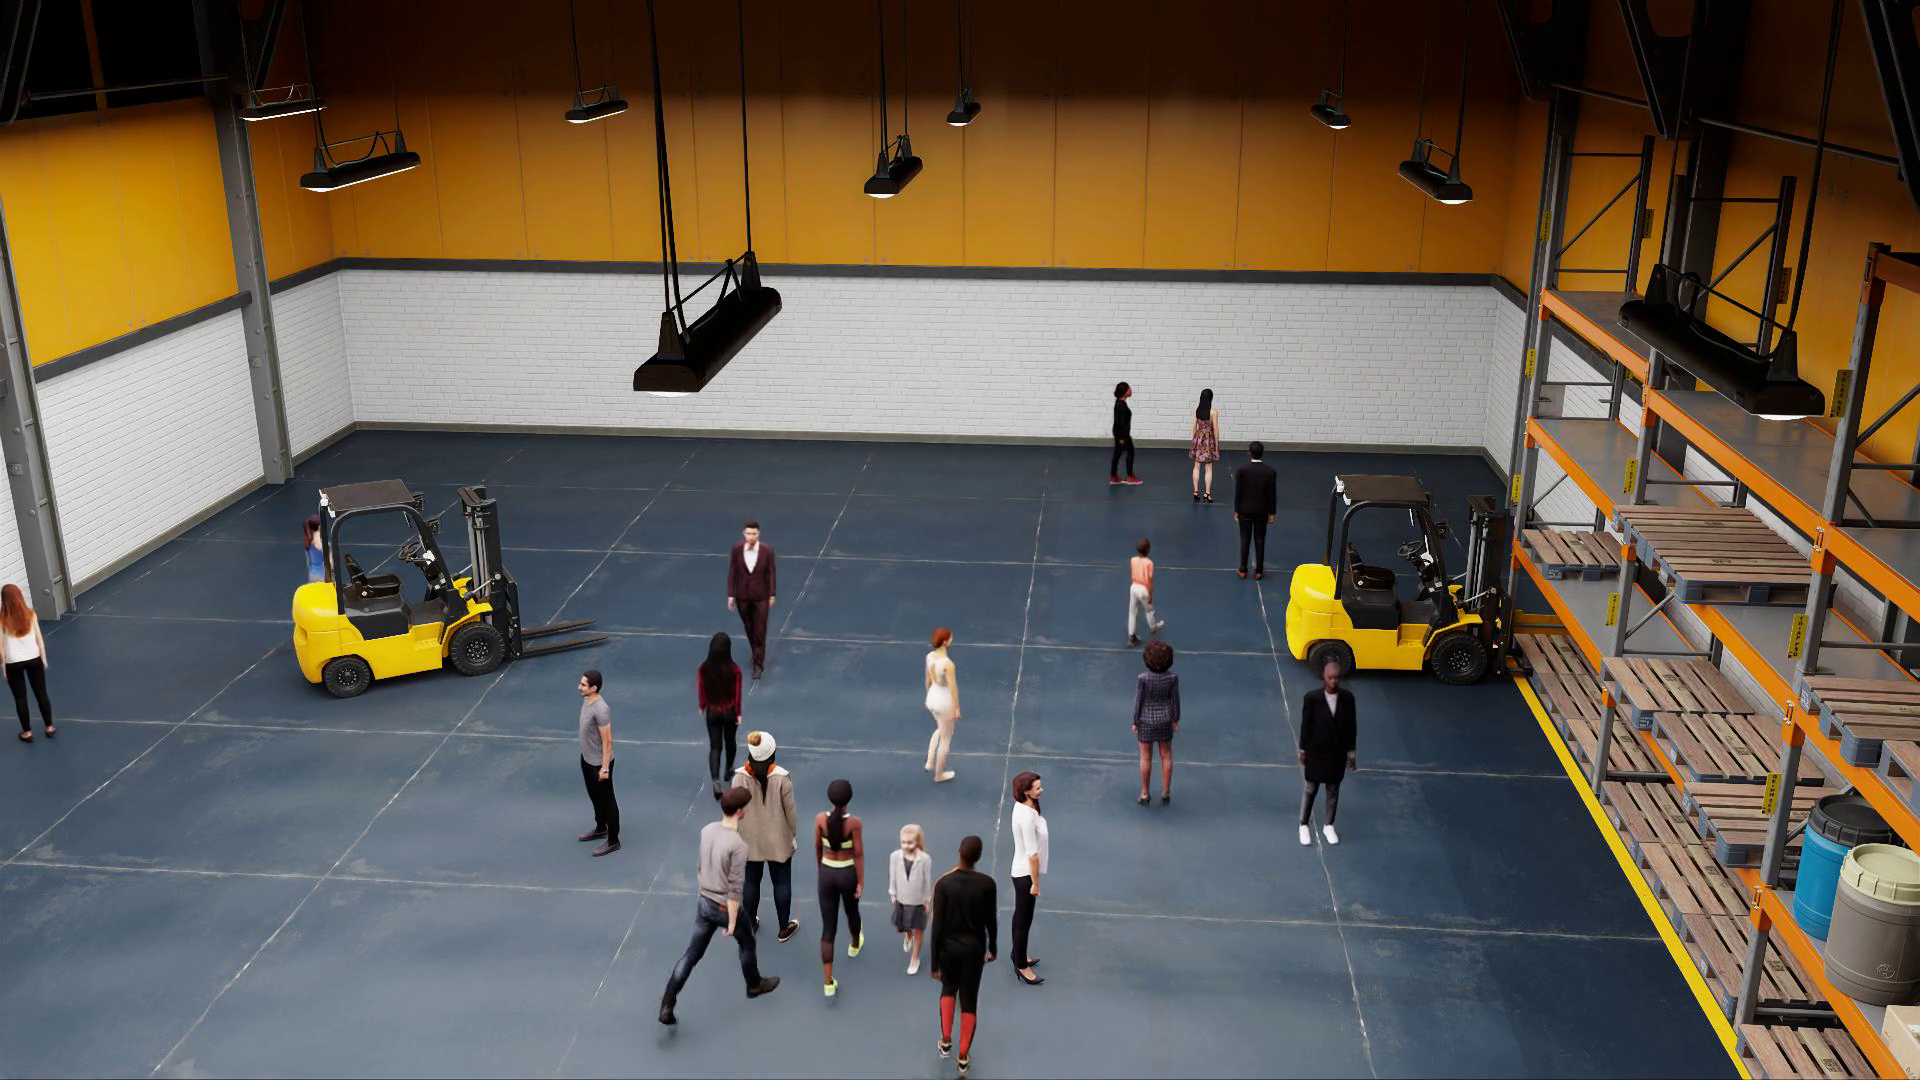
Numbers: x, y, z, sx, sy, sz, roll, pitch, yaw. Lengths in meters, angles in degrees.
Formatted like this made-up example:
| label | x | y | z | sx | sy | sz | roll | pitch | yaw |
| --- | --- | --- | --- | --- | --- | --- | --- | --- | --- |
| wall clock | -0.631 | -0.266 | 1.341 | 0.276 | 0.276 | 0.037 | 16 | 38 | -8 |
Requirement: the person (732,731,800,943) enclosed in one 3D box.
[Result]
| label | x | y | z | sx | sy | sz | roll | pitch | yaw |
| --- | --- | --- | --- | --- | --- | --- | --- | --- | --- |
| person | -1.622 | 2.418 | 13.720 | 0.701 | 1.892 | 0.658 | 3 | 19 | 8 |

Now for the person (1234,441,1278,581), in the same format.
| label | x | y | z | sx | sy | sz | roll | pitch | yaw |
| --- | --- | --- | --- | --- | --- | --- | --- | --- | --- |
| person | 3.902 | -0.399 | 22.100 | 0.710 | 1.881 | 0.552 | 3 | 19 | 8 |

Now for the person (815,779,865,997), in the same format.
| label | x | y | z | sx | sy | sz | roll | pitch | yaw |
| --- | --- | --- | --- | --- | --- | --- | --- | --- | --- |
| person | -0.980 | 2.741 | 13.046 | 0.553 | 1.709 | 1.117 | 2 | 19 | 5 |

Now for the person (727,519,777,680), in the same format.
| label | x | y | z | sx | sy | sz | roll | pitch | yaw |
| --- | --- | --- | --- | --- | --- | --- | --- | --- | --- |
| person | -2.385 | 0.635 | 19.132 | 0.672 | 1.816 | 1.154 | 2 | 19 | 5 |

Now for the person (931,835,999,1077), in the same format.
| label | x | y | z | sx | sy | sz | roll | pitch | yaw |
| --- | --- | --- | --- | --- | --- | --- | --- | --- | --- |
| person | 0.003 | 3.037 | 12.066 | 0.660 | 1.774 | 0.723 | -3 | 19 | -9 |

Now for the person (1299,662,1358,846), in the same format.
| label | x | y | z | sx | sy | sz | roll | pitch | yaw |
| --- | --- | --- | --- | --- | --- | --- | --- | --- | --- |
| person | 3.390 | 1.935 | 15.360 | 0.681 | 1.760 | 0.617 | -1 | 19 | -2 |

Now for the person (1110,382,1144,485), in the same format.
| label | x | y | z | sx | sy | sz | roll | pitch | yaw |
| --- | --- | --- | --- | --- | --- | --- | --- | --- | --- |
| person | 2.483 | -1.671 | 26.228 | 0.778 | 1.657 | 0.762 | -4 | 19 | -11 |

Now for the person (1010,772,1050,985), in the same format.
| label | x | y | z | sx | sy | sz | roll | pitch | yaw |
| --- | --- | --- | --- | --- | --- | --- | --- | --- | --- |
| person | 0.521 | 2.652 | 13.175 | 0.697 | 1.795 | 0.493 | -1 | 19 | -3 |

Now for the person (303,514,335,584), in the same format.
| label | x | y | z | sx | sy | sz | roll | pitch | yaw |
| --- | --- | --- | --- | --- | --- | --- | --- | --- | --- |
| person | -7.710 | 0.479 | 19.937 | 0.690 | 1.597 | 0.729 | 11 | 22 | 31 |

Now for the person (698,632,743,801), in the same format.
| label | x | y | z | sx | sy | sz | roll | pitch | yaw |
| --- | --- | --- | --- | --- | --- | --- | --- | --- | --- |
| person | -2.329 | 1.742 | 16.150 | 0.632 | 1.622 | 1.053 | 0 | 19 | 0 |

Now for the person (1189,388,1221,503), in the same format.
| label | x | y | z | sx | sy | sz | roll | pitch | yaw |
| --- | --- | --- | --- | --- | --- | --- | --- | --- | --- |
| person | 3.736 | -1.446 | 25.377 | 0.786 | 1.774 | 0.820 | 11 | 22 | 31 |

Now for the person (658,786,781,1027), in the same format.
| label | x | y | z | sx | sy | sz | roll | pitch | yaw |
| --- | --- | --- | --- | --- | --- | --- | --- | --- | --- |
| person | -1.892 | 2.837 | 12.560 | 1.243 | 1.837 | 1.421 | 15 | 23 | 37 |

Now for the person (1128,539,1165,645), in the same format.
| label | x | y | z | sx | sy | sz | roll | pitch | yaw |
| --- | --- | --- | --- | --- | --- | --- | --- | --- | --- |
| person | 2.141 | 0.639 | 19.953 | 0.794 | 1.283 | 0.922 | 15 | 24 | 37 |

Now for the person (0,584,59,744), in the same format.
| label | x | y | z | sx | sy | sz | roll | pitch | yaw |
| --- | --- | --- | --- | --- | --- | --- | --- | --- | --- |
| person | -9.770 | 1.279 | 17.374 | 0.652 | 1.718 | 0.721 | -15 | 24 | -38 |

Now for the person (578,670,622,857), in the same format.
| label | x | y | z | sx | sy | sz | roll | pitch | yaw |
| --- | --- | --- | --- | --- | --- | --- | --- | --- | --- |
| person | -3.308 | 1.995 | 15.189 | 0.765 | 1.755 | 0.679 | -12 | 22 | -31 |

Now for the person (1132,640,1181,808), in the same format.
| label | x | y | z | sx | sy | sz | roll | pitch | yaw |
| --- | --- | --- | --- | --- | --- | --- | --- | --- | --- |
| person | 1.878 | 1.765 | 15.956 | 0.675 | 1.702 | 0.621 | -3 | 19 | -9 |

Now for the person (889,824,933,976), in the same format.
| label | x | y | z | sx | sy | sz | roll | pitch | yaw |
| --- | --- | --- | --- | --- | --- | --- | --- | --- | --- |
| person | -0.370 | 2.849 | 13.418 | 0.554 | 1.266 | 0.677 | 4 | 19 | 11 |

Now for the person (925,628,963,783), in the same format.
| label | x | y | z | sx | sy | sz | roll | pitch | yaw |
| --- | --- | --- | --- | --- | --- | --- | --- | --- | --- |
| person | -0.248 | 1.648 | 16.413 | 0.737 | 1.632 | 0.675 | -15 | 23 | -37 |
